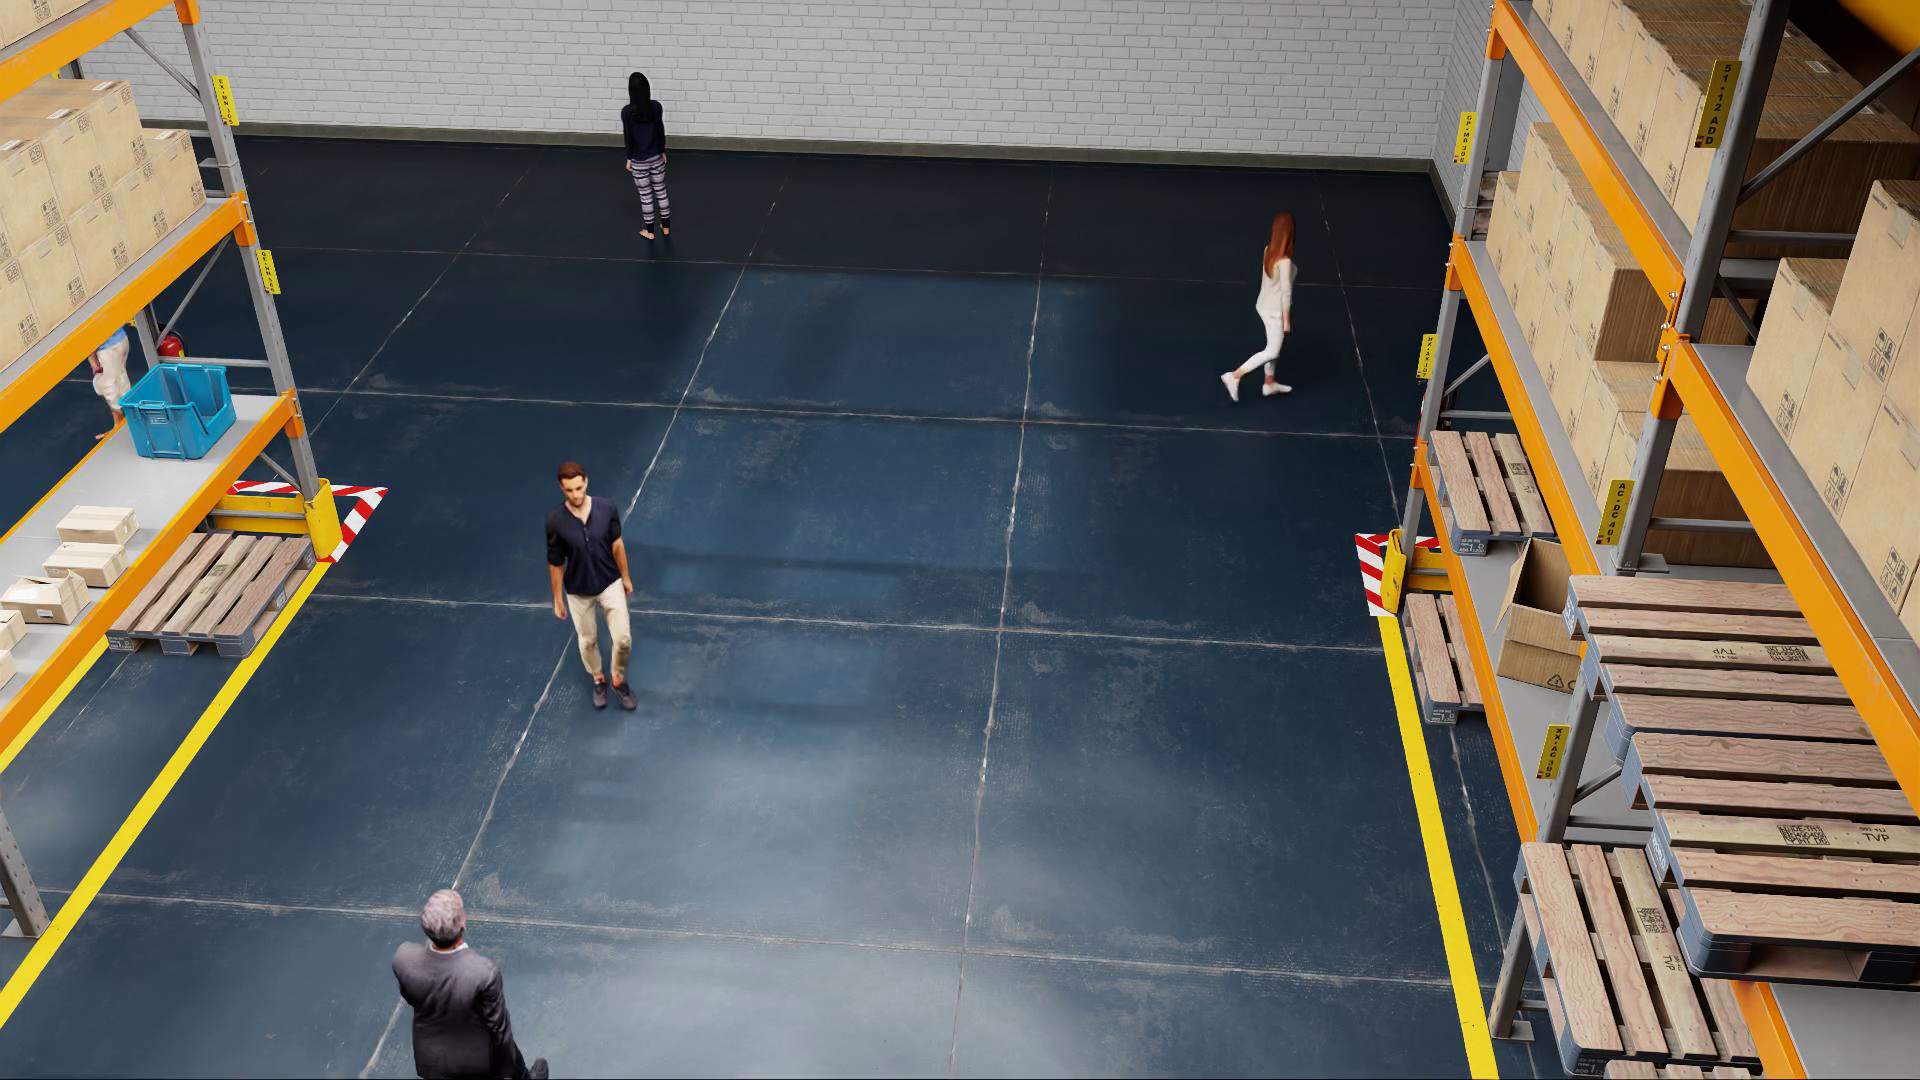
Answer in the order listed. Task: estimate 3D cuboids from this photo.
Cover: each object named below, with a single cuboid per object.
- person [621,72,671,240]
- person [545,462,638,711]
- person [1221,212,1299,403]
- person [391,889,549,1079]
[{"bbox_3d":[-3.219,-3.951,17.084,0.676,1.733,0.700,-19,38,-26],"label":"person"},{"bbox_3d":[-2.368,0.255,10.659,0.775,1.840,0.784,-11,35,-16],"label":"person"},{"bbox_3d":[2.583,-1.927,14.080,0.806,1.686,0.923,-6,34,-8],"label":"person"},{"bbox_3d":[-2.276,2.370,7.525,0.725,1.786,1.196,3,34,5],"label":"person"}]
